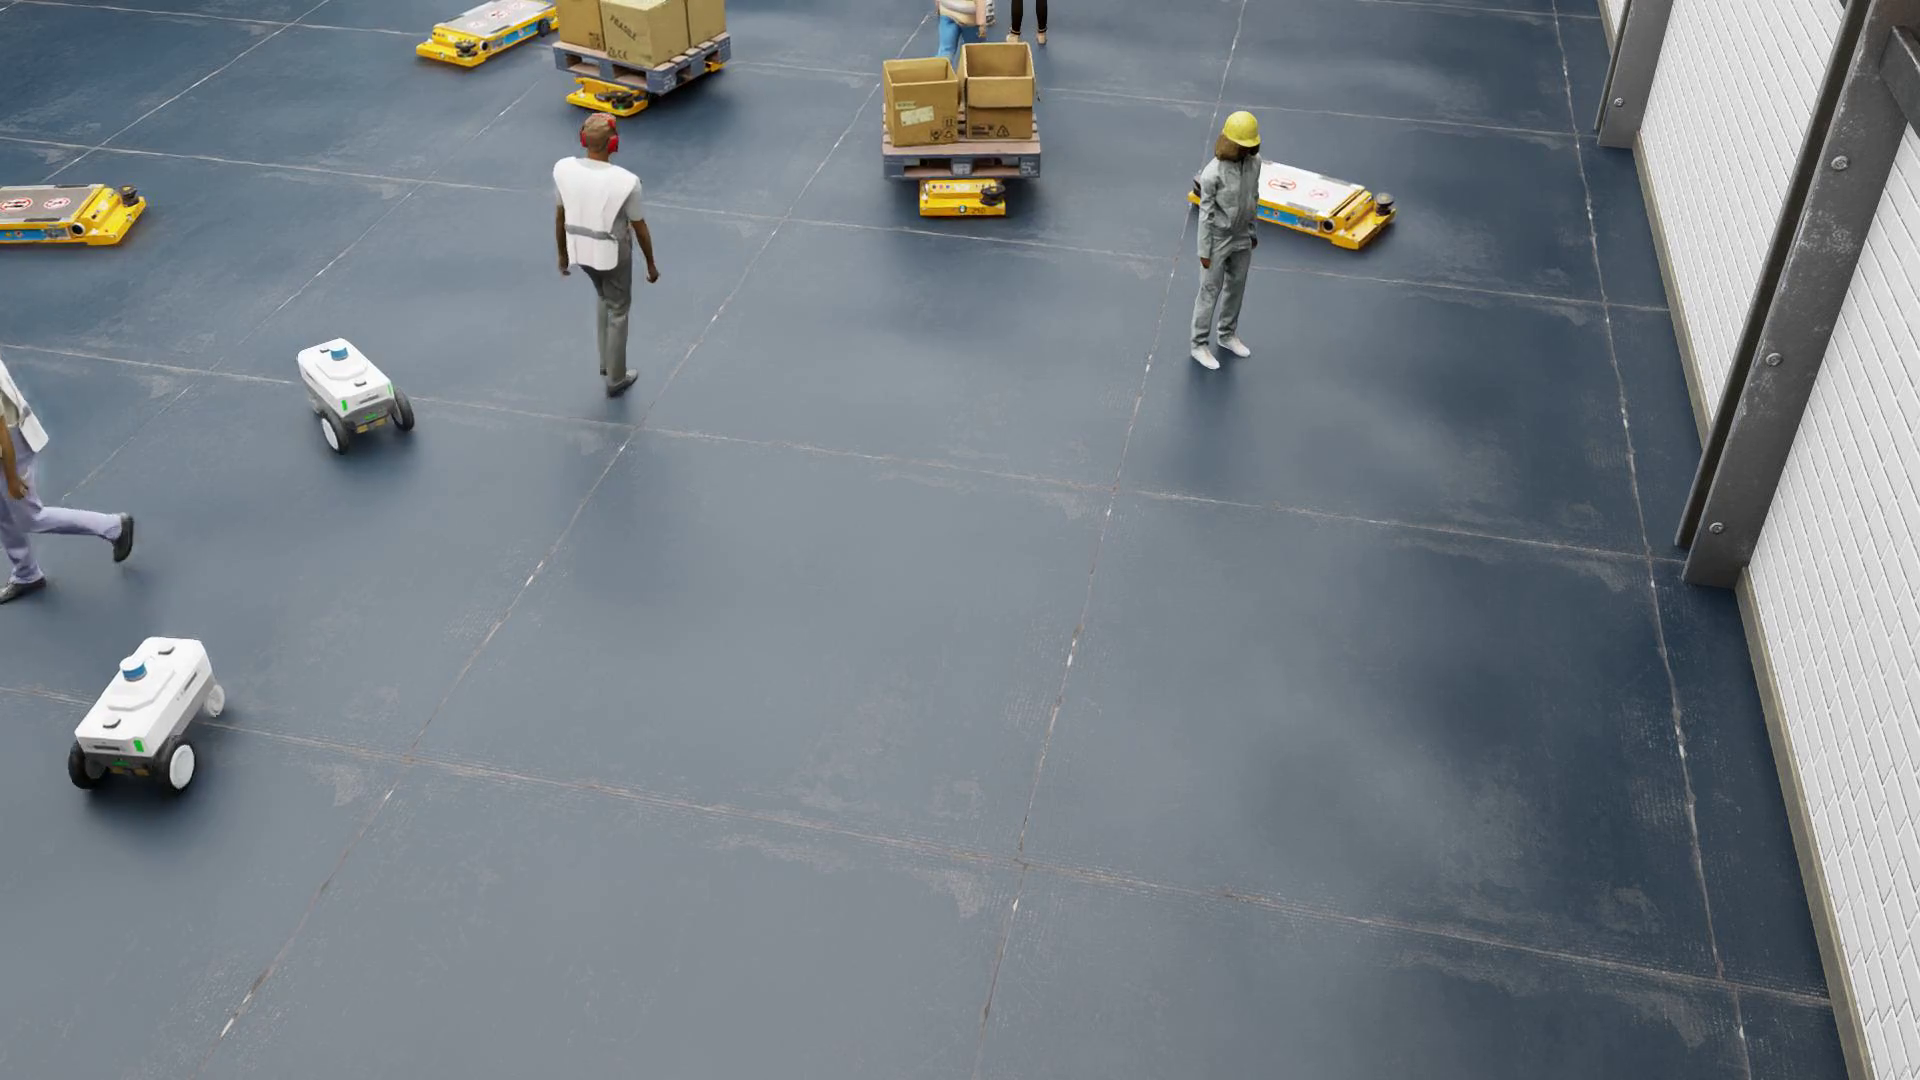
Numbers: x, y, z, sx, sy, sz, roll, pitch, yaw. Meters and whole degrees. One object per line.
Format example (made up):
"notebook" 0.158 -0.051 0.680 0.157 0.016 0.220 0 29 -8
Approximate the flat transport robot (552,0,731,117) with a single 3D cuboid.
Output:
"flat transport robot" -2.773 -4.120 14.732 0.659 0.231 1.431 19 41 24

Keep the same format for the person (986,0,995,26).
"person" 0.163 -5.779 15.602 0.354 1.887 0.572 -16 40 -20

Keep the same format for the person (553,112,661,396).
"person" -2.161 -1.751 10.260 0.601 1.820 0.518 13 39 17

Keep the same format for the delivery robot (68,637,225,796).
"delivery robot" -3.851 0.832 7.877 0.499 0.608 0.786 4 37 5

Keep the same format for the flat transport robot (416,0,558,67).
"flat transport robot" -4.379 -4.817 15.665 0.659 0.231 1.431 19 41 23

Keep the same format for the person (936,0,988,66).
"person" 0.017 -4.433 13.980 0.543 1.667 0.928 19 41 24

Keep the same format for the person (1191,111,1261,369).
"person" 1.703 -1.894 10.535 0.489 1.730 0.321 -25 44 -30

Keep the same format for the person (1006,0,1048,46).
"person" 0.628 -5.357 15.193 0.539 1.696 0.316 -7 37 -9

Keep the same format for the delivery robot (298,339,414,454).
"delivery robot" -3.760 -0.941 10.218 0.499 0.570 0.750 -27 44 -31

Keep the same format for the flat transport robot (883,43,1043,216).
"flat transport robot" 0.011 -2.956 13.175 0.659 0.231 1.431 -1 37 -1

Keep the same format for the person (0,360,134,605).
"person" -4.885 -0.491 8.586 0.720 1.812 0.566 -28 45 -32

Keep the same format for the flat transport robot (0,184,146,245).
"flat transport robot" -6.951 -2.416 12.452 1.431 0.231 0.659 -2 37 -3

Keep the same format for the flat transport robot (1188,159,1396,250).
"flat transport robot" 2.526 -2.593 12.688 1.431 0.231 0.659 23 43 28
